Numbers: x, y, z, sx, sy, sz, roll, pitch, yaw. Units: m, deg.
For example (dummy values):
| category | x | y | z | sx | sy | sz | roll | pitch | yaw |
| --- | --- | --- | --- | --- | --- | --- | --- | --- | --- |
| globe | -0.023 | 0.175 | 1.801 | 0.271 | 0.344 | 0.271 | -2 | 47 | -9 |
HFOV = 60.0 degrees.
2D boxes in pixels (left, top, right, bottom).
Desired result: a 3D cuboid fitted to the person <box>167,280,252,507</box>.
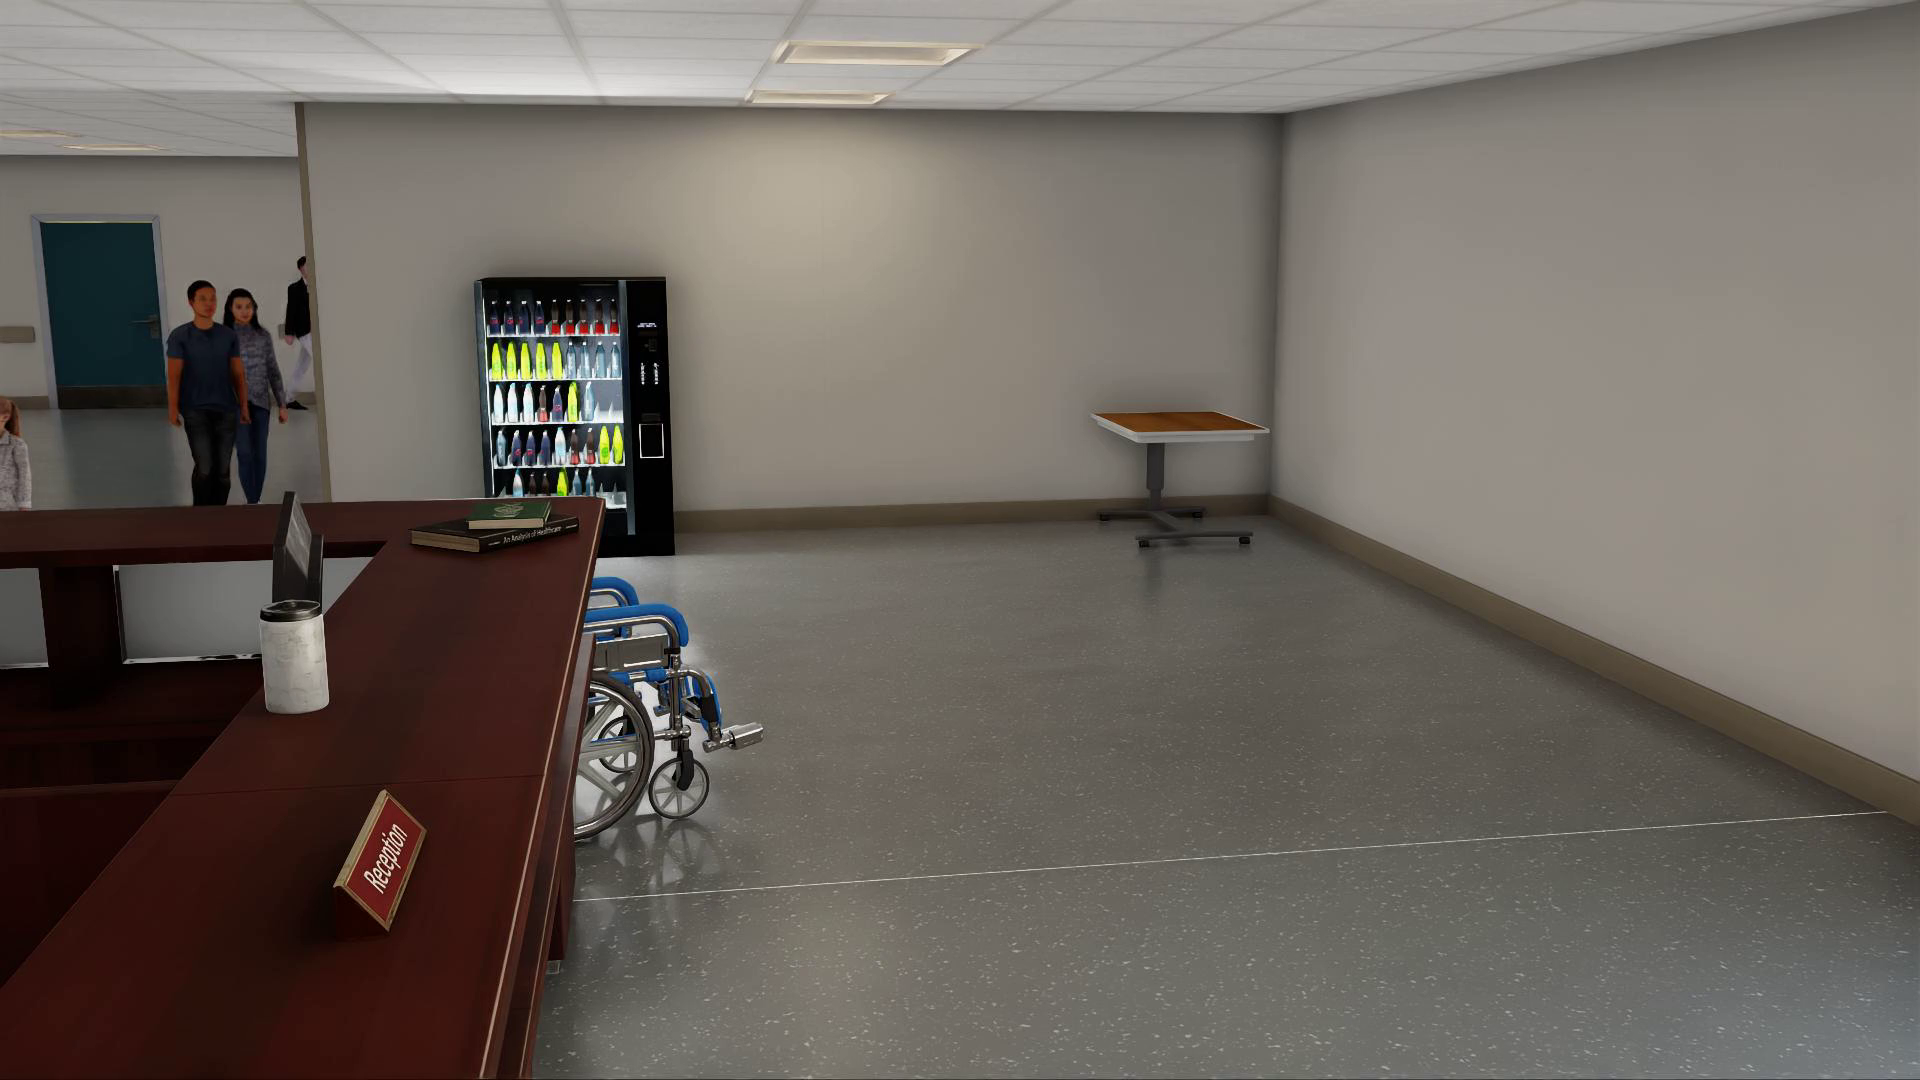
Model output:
| category | x | y | z | sx | sy | sz | roll | pitch | yaw |
| --- | --- | --- | --- | --- | --- | --- | --- | --- | --- |
| person | -5.326 | -0.912 | 11.698 | 0.861 | 1.803 | 0.780 | 10 | 14 | 41 |

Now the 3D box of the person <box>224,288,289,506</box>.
| category | x | y | z | sx | sy | sz | roll | pitch | yaw |
| --- | --- | --- | --- | --- | --- | --- | --- | --- | --- |
| person | -5.355 | -1.006 | 12.438 | 0.869 | 1.712 | 0.902 | -9 | 14 | -40 |
